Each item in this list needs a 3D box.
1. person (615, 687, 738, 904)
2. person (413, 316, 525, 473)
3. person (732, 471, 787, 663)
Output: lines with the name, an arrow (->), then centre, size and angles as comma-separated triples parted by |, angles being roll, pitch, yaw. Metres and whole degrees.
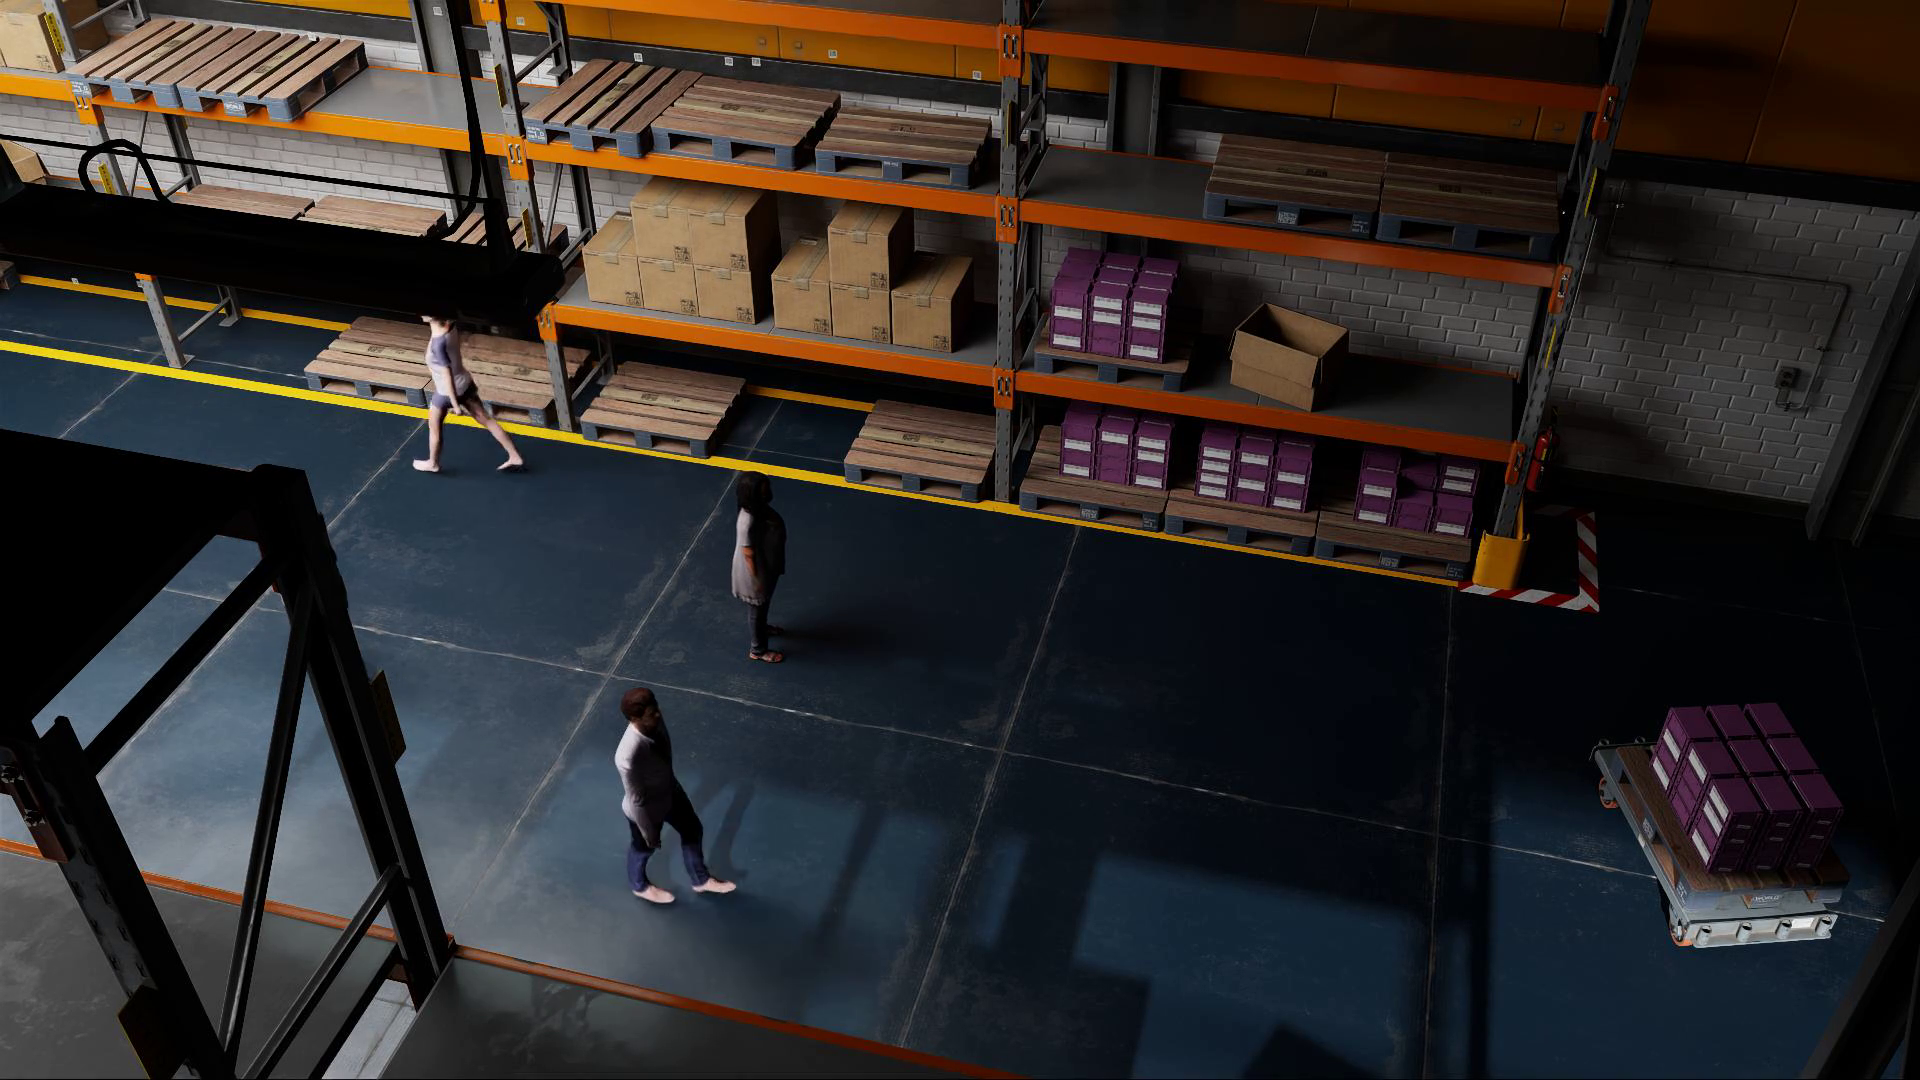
person -> -1.959, 1.570, 10.169 | 0.869, 1.829, 0.699 | 9, 40, 12
person -> -4.095, -1.237, 13.775 | 1.187, 1.714, 0.627 | 6, 39, 7
person -> -1.480, 0.162, 12.108 | 0.738, 1.610, 0.708 | -1, 39, -2
